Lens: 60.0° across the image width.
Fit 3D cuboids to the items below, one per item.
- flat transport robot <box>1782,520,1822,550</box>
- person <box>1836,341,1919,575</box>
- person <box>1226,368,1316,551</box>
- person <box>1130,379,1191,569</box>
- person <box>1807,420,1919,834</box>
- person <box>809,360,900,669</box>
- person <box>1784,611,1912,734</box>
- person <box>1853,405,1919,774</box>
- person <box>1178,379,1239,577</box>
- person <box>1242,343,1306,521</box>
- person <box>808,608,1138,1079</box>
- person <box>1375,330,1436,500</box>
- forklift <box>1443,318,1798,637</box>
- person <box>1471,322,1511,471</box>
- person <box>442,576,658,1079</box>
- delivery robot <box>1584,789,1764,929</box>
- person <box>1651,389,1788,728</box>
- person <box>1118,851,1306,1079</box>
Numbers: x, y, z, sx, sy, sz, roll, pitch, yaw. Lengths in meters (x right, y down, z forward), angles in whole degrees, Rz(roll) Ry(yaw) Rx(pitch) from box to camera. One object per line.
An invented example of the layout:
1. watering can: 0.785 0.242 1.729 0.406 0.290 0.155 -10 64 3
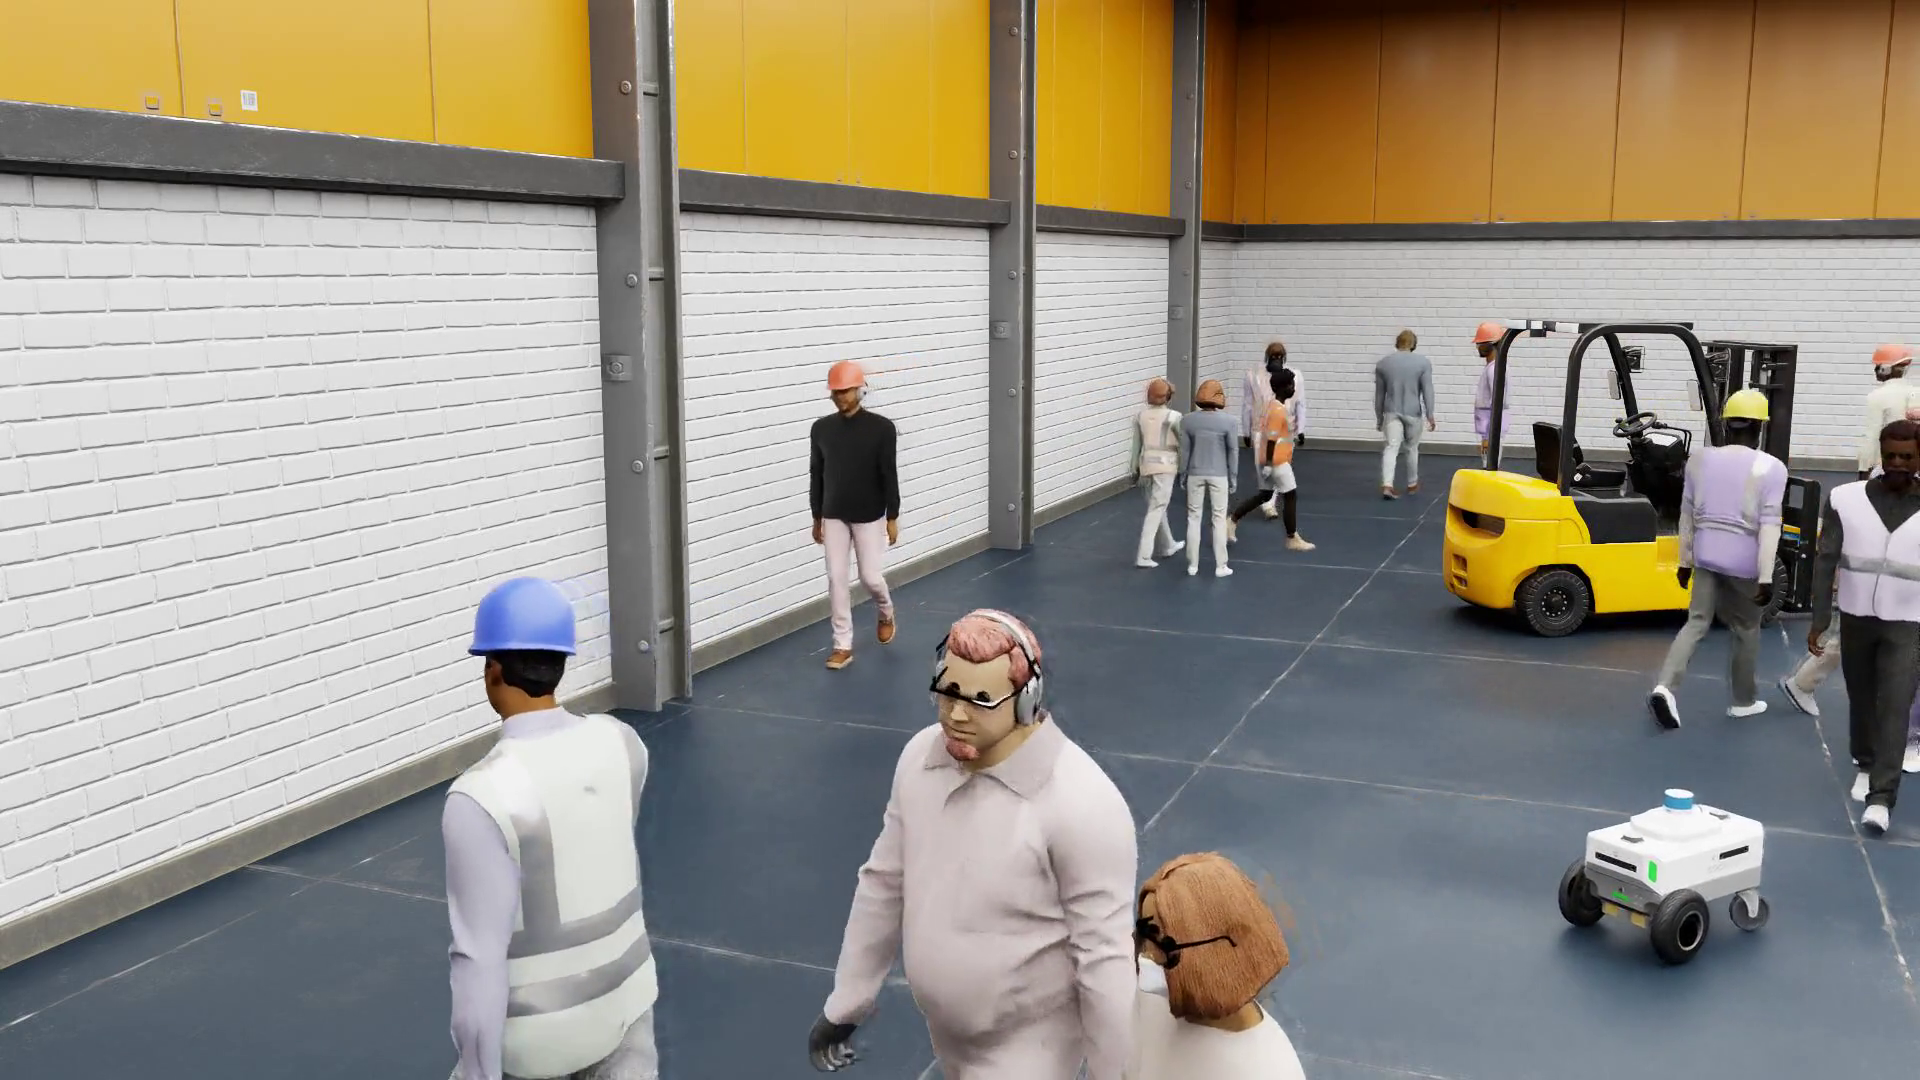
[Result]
1. flat transport robot: 7.743 -0.059 15.152 0.652 0.197 1.431 -3 10 -18
2. person: 7.452 -0.597 13.282 0.621 1.970 0.780 -5 10 -26
3. person: 2.778 -0.726 14.997 0.812 1.658 0.519 1 9 6
4. person: 1.759 -0.572 14.240 0.822 1.596 0.523 -8 13 -41
5. person: 4.250 0.378 7.672 0.592 1.865 1.016 6 11 34
6. person: -0.673 -0.183 10.756 0.628 1.972 0.678 3 10 18
7. person: 5.030 0.255 9.202 0.530 1.604 0.784 -3 10 -19
8. person: 4.808 0.261 8.352 0.527 1.881 0.636 -9 13 -43
9. person: 2.053 -0.510 13.768 0.502 1.631 0.286 4 10 22
10. person: 3.191 -1.101 16.907 0.619 1.793 0.978 0 9 0
11. person: -0.022 1.066 3.493 0.930 1.859 0.672 -6 11 -34
12. person: 4.900 -1.378 18.358 0.697 1.866 1.047 4 10 25
13. forklift: 4.706 -0.497 11.990 2.313 2.155 1.214 -2 10 -10
14. person: 4.984 -1.034 15.703 0.392 2.040 0.611 3 10 19
15. person: -0.974 1.022 3.711 1.048 1.876 0.614 5 11 30
16. delivery robot: 2.742 1.200 6.380 0.707 0.478 0.477 -6 11 -31
17. person: 4.239 0.107 9.256 0.904 1.894 0.597 -7 11 -35
18. person: 0.476 1.299 2.919 0.811 1.591 0.481 -3 10 -15
